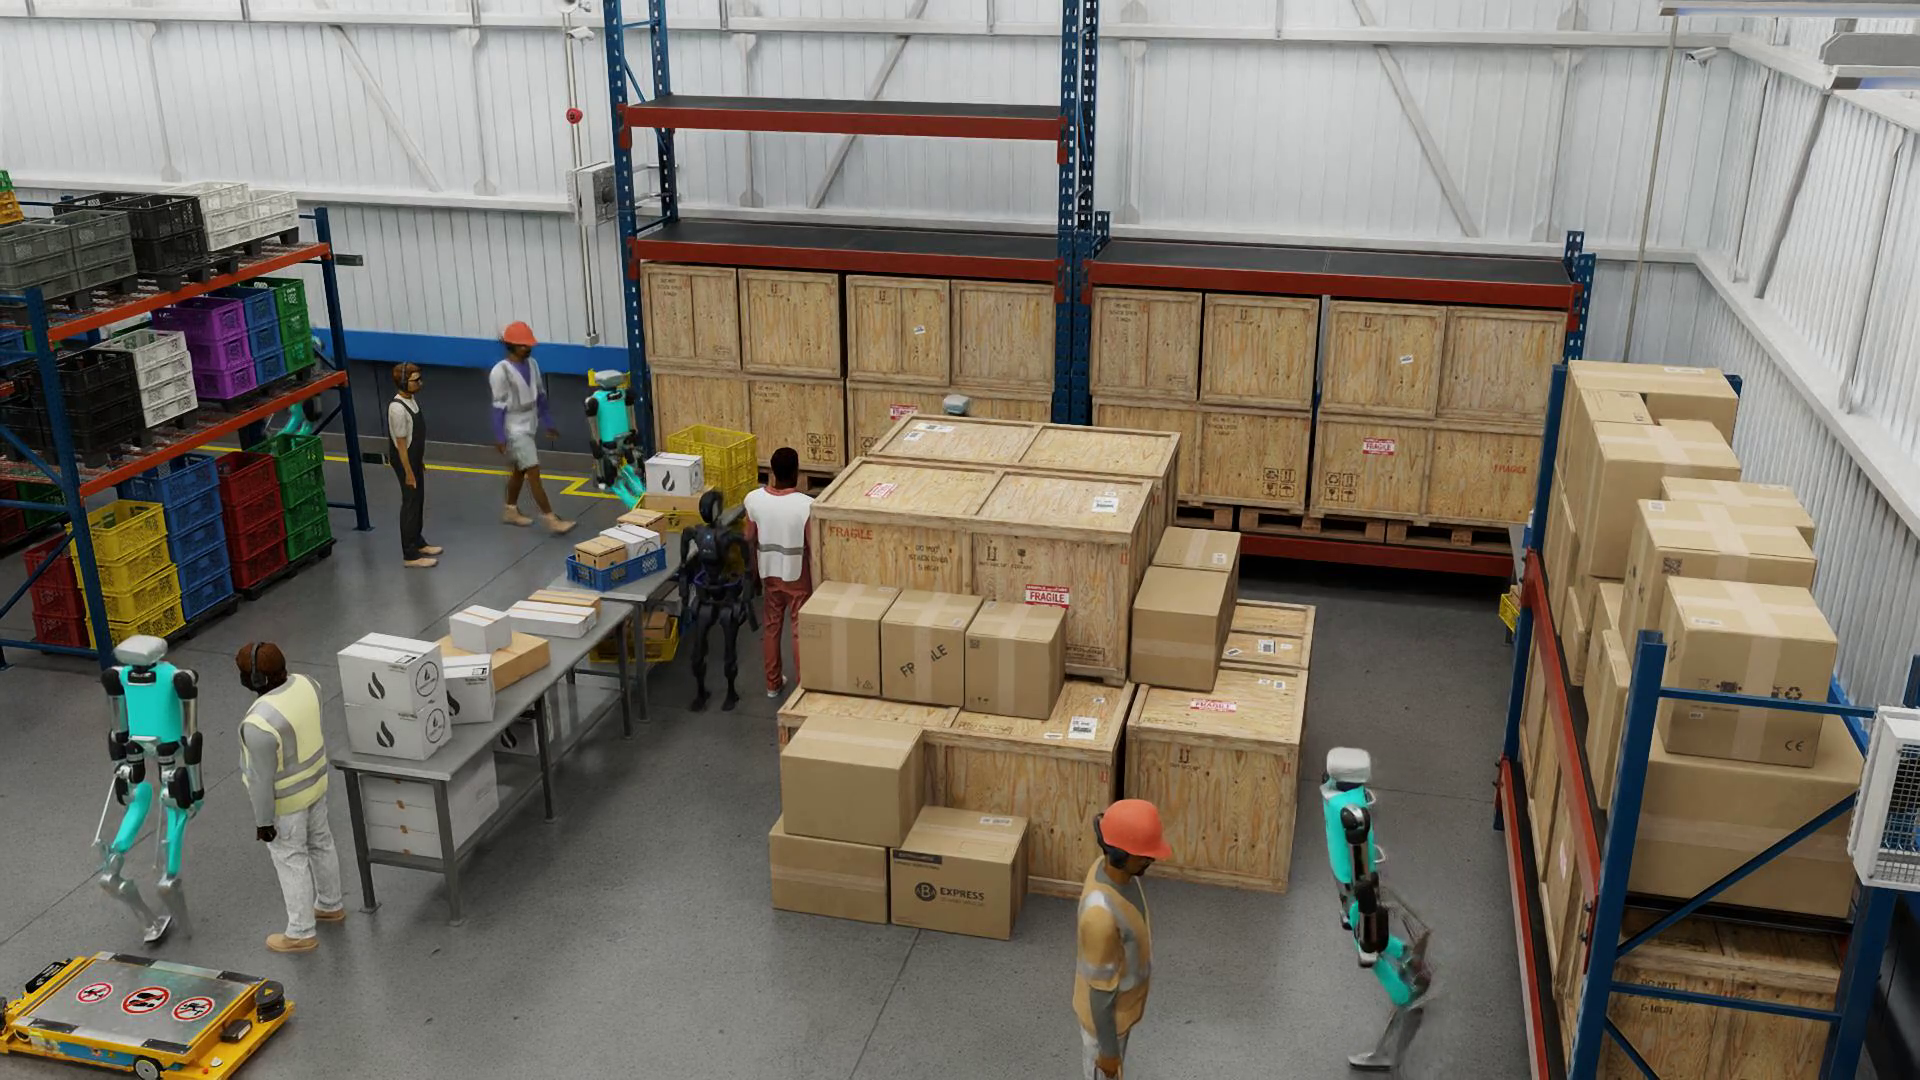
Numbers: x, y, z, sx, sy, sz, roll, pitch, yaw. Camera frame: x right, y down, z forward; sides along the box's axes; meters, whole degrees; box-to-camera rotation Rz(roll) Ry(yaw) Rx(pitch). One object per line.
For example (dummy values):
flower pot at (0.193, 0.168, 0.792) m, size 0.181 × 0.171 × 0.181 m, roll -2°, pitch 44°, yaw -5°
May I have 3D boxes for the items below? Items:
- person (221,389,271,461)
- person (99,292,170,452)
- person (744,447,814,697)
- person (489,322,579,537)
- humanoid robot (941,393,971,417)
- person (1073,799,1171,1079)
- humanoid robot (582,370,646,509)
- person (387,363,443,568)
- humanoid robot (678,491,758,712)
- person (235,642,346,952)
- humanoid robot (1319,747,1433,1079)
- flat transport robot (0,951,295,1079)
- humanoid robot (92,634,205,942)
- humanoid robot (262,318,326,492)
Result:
person at (-7.265, -1.535, 16.820) m, size 0.324 × 1.871 × 0.525 m, roll 11°, pitch 23°, yaw 26°
person at (-8.772, -1.834, 17.616) m, size 0.516 × 1.861 × 0.331 m, roll -8°, pitch 22°, yaw -20°
person at (-1.259, 0.254, 12.071) m, size 0.598 × 1.917 × 0.377 m, roll 8°, pitch 22°, yaw 19°
person at (-3.926, -1.018, 15.292) m, size 0.926 × 1.993 × 0.619 m, roll 7°, pitch 22°, yaw 18°
humanoid robot at (0.259, -0.311, 13.886) m, size 0.879 × 1.829 × 0.548 m, roll 4°, pitch 21°, yaw 11°
person at (0.690, 2.035, 7.252) m, size 0.385 × 2.036 × 0.604 m, roll 4°, pitch 21°, yaw 11°
humanoid robot at (-2.836, -0.556, 14.456) m, size 0.745 × 1.795 × 0.539 m, roll 15°, pitch 26°, yaw 34°
person at (-4.804, -0.657, 14.577) m, size 0.345 × 1.837 × 0.500 m, roll -3°, pitch 21°, yaw -7°
humanoid robot at (-1.727, 0.462, 11.863) m, size 0.600 × 1.655 × 0.428 m, roll 4°, pitch 21°, yaw 11°
person at (-3.714, 1.406, 9.181) m, size 0.429 × 1.837 × 0.622 m, roll 3°, pitch 21°, yaw 8°
humanoid robot at (2.097, 1.892, 8.168) m, size 0.753 × 1.862 × 0.567 m, roll 0°, pitch 21°, yaw 0°
flat transport robot at (-4.270, 2.464, 8.601) m, size 1.431 × 0.231 × 0.659 m, roll 5°, pitch 22°, yaw 13°
humanoid robot at (-4.513, 1.517, 9.205) m, size 0.533 × 1.895 × 0.788 m, roll 2°, pitch 21°, yaw 6°
humanoid robot at (-6.551, -1.181, 16.189) m, size 0.531 × 1.859 × 0.874 m, roll 15°, pitch 26°, yaw 35°
